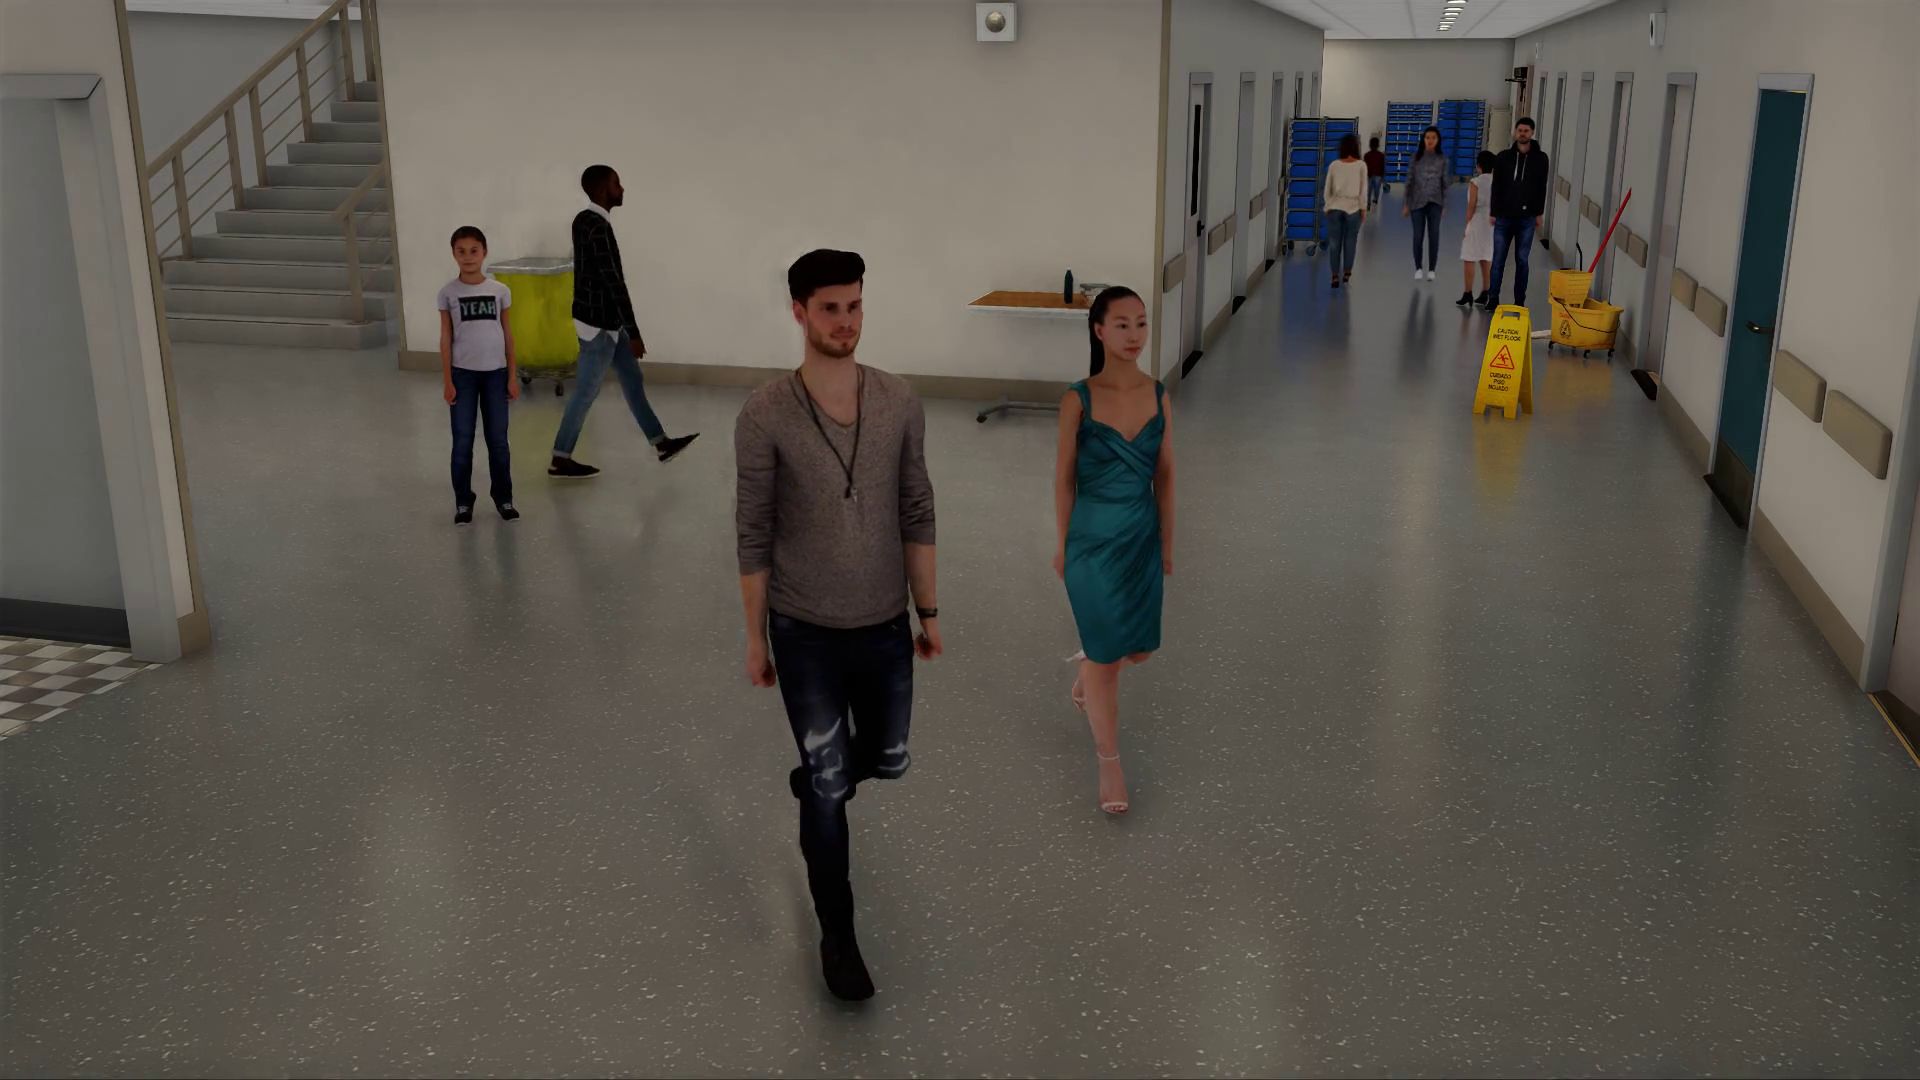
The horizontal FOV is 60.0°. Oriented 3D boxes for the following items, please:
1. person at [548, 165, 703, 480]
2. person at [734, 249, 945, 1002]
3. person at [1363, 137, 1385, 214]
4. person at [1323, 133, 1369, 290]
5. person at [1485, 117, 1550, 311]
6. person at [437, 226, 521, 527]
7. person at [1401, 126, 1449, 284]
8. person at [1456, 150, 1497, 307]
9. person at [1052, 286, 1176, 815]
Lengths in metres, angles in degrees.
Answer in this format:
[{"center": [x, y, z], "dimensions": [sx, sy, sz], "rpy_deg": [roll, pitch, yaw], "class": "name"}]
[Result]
[{"center": [-2.153, -1.196, 9.503], "dimensions": [1.186, 1.774, 1.218], "rpy_deg": [-6, 17, -20], "class": "person"}, {"center": [-0.343, 0.189, 4.382], "dimensions": [1.071, 1.888, 1.179], "rpy_deg": [-7, 17, -22], "class": "person"}, {"center": [6.976, -6.136, 28.004], "dimensions": [0.508, 1.244, 0.848], "rpy_deg": [5, 16, 16], "class": "person"}, {"center": [4.133, -3.505, 17.949], "dimensions": [0.622, 1.636, 1.071], "rpy_deg": [4, 16, 15], "class": "person"}, {"center": [5.500, -3.212, 16.434], "dimensions": [0.692, 1.894, 0.602], "rpy_deg": [6, 17, 21], "class": "person"}, {"center": [-2.531, -0.871, 8.744], "dimensions": [0.625, 1.562, 0.668], "rpy_deg": [-6, 17, -21], "class": "person"}, {"center": [5.261, -3.771, 18.771], "dimensions": [0.653, 1.702, 0.977], "rpy_deg": [5, 16, 17], "class": "person"}, {"center": [5.295, -3.161, 16.891], "dimensions": [0.663, 1.549, 0.709], "rpy_deg": [-7, 17, -25], "class": "person"}, {"center": [0.466, 0.025, 5.370], "dimensions": [0.828, 1.668, 0.976], "rpy_deg": [-4, 16, -15], "class": "person"}]
